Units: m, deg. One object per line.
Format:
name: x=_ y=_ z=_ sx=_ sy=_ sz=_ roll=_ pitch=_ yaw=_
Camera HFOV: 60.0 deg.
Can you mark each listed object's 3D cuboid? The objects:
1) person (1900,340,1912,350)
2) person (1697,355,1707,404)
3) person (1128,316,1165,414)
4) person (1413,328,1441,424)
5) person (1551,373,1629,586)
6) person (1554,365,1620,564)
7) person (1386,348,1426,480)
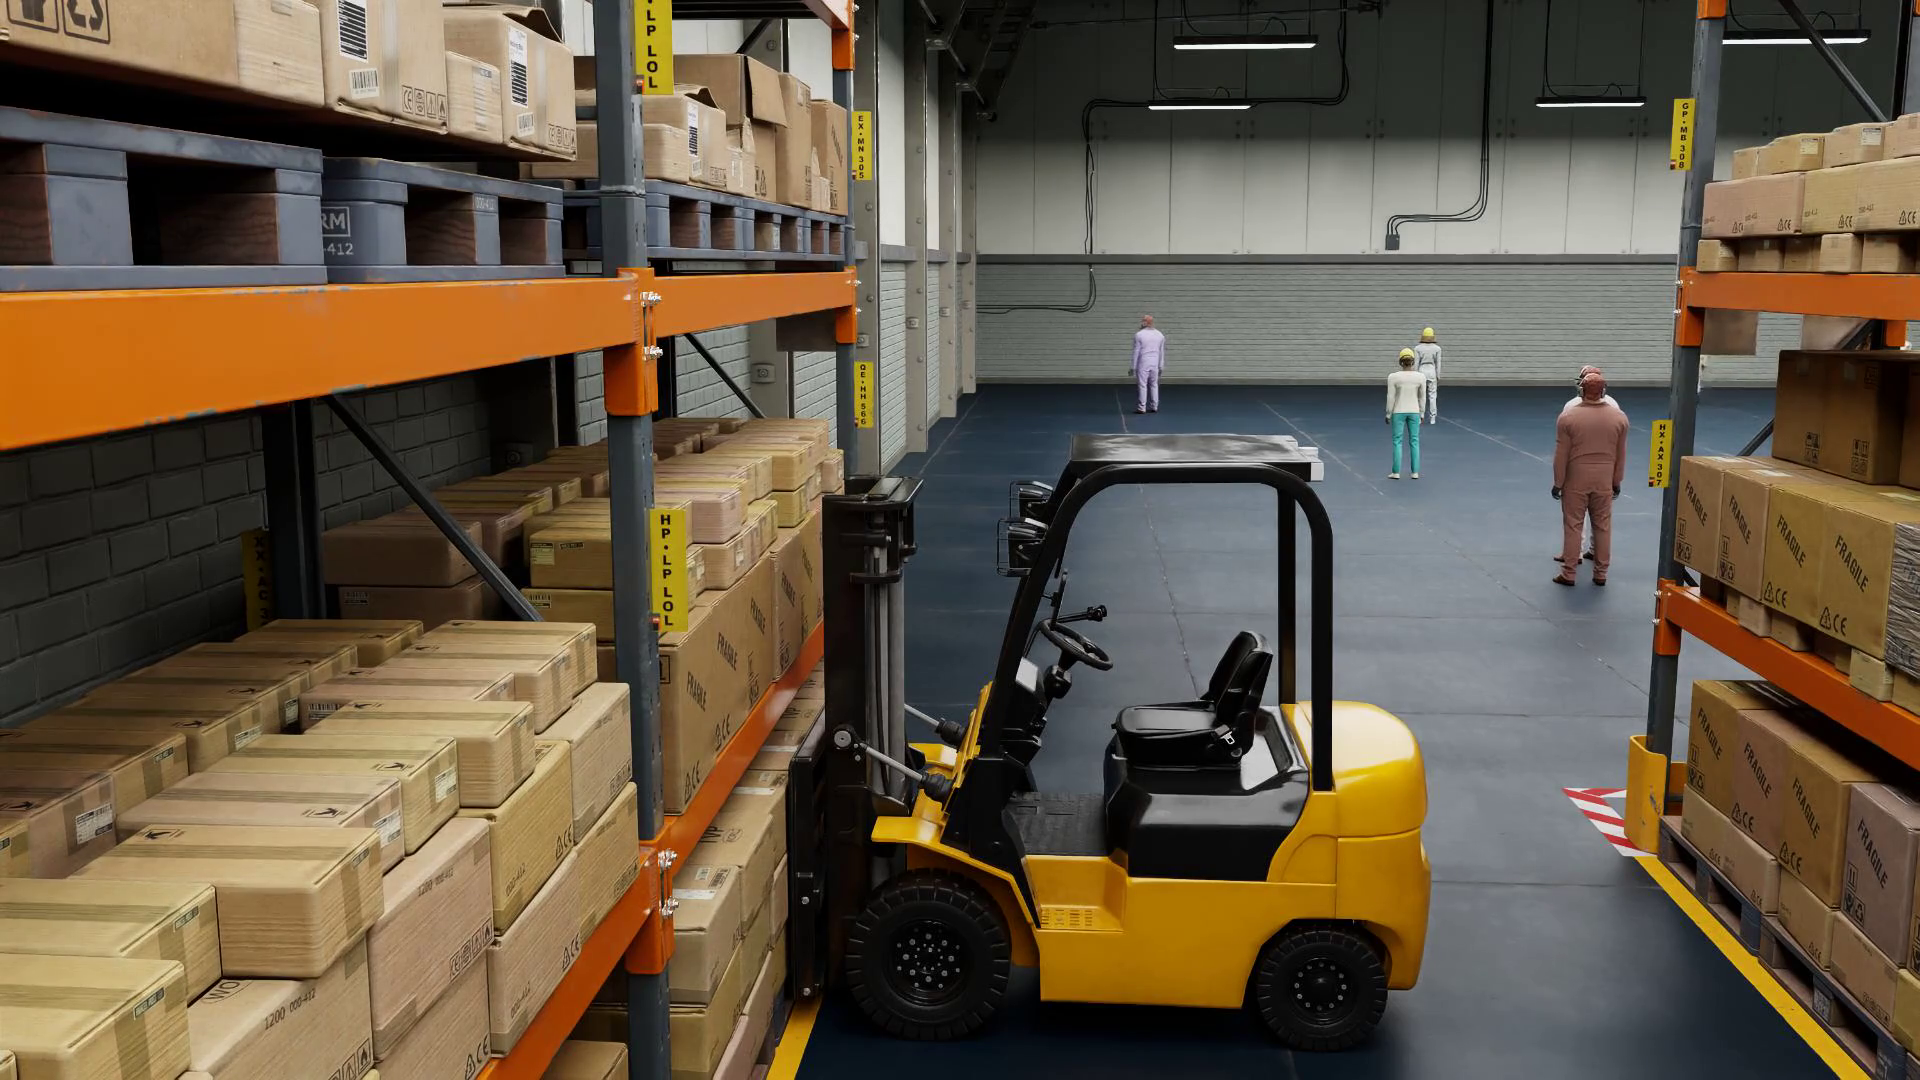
person: x=18.724 y=-3.425 z=33.236 sx=0.511 sy=1.630 sz=0.315 roll=1 pitch=9 yaw=3
person: x=14.886 y=-3.631 z=33.897 sx=0.614 sy=1.822 sz=0.414 roll=-1 pitch=9 yaw=-4
person: x=3.618 y=-3.368 z=32.211 sx=0.701 sy=1.900 sz=0.435 roll=-4 pitch=10 yaw=-23
person: x=8.457 y=-2.976 z=30.172 sx=0.494 sy=1.743 sz=0.308 roll=1 pitch=9 yaw=4
person: x=5.607 y=-0.533 z=14.877 sx=0.643 sy=1.909 sz=0.409 roll=0 pitch=9 yaw=-1
person: x=6.009 y=-0.723 z=16.029 sx=0.644 sy=1.907 sz=0.399 roll=-4 pitch=10 yaw=-23
person: x=5.969 y=-1.685 z=22.316 sx=0.528 sy=1.757 sz=0.341 roll=0 pitch=9 yaw=1
